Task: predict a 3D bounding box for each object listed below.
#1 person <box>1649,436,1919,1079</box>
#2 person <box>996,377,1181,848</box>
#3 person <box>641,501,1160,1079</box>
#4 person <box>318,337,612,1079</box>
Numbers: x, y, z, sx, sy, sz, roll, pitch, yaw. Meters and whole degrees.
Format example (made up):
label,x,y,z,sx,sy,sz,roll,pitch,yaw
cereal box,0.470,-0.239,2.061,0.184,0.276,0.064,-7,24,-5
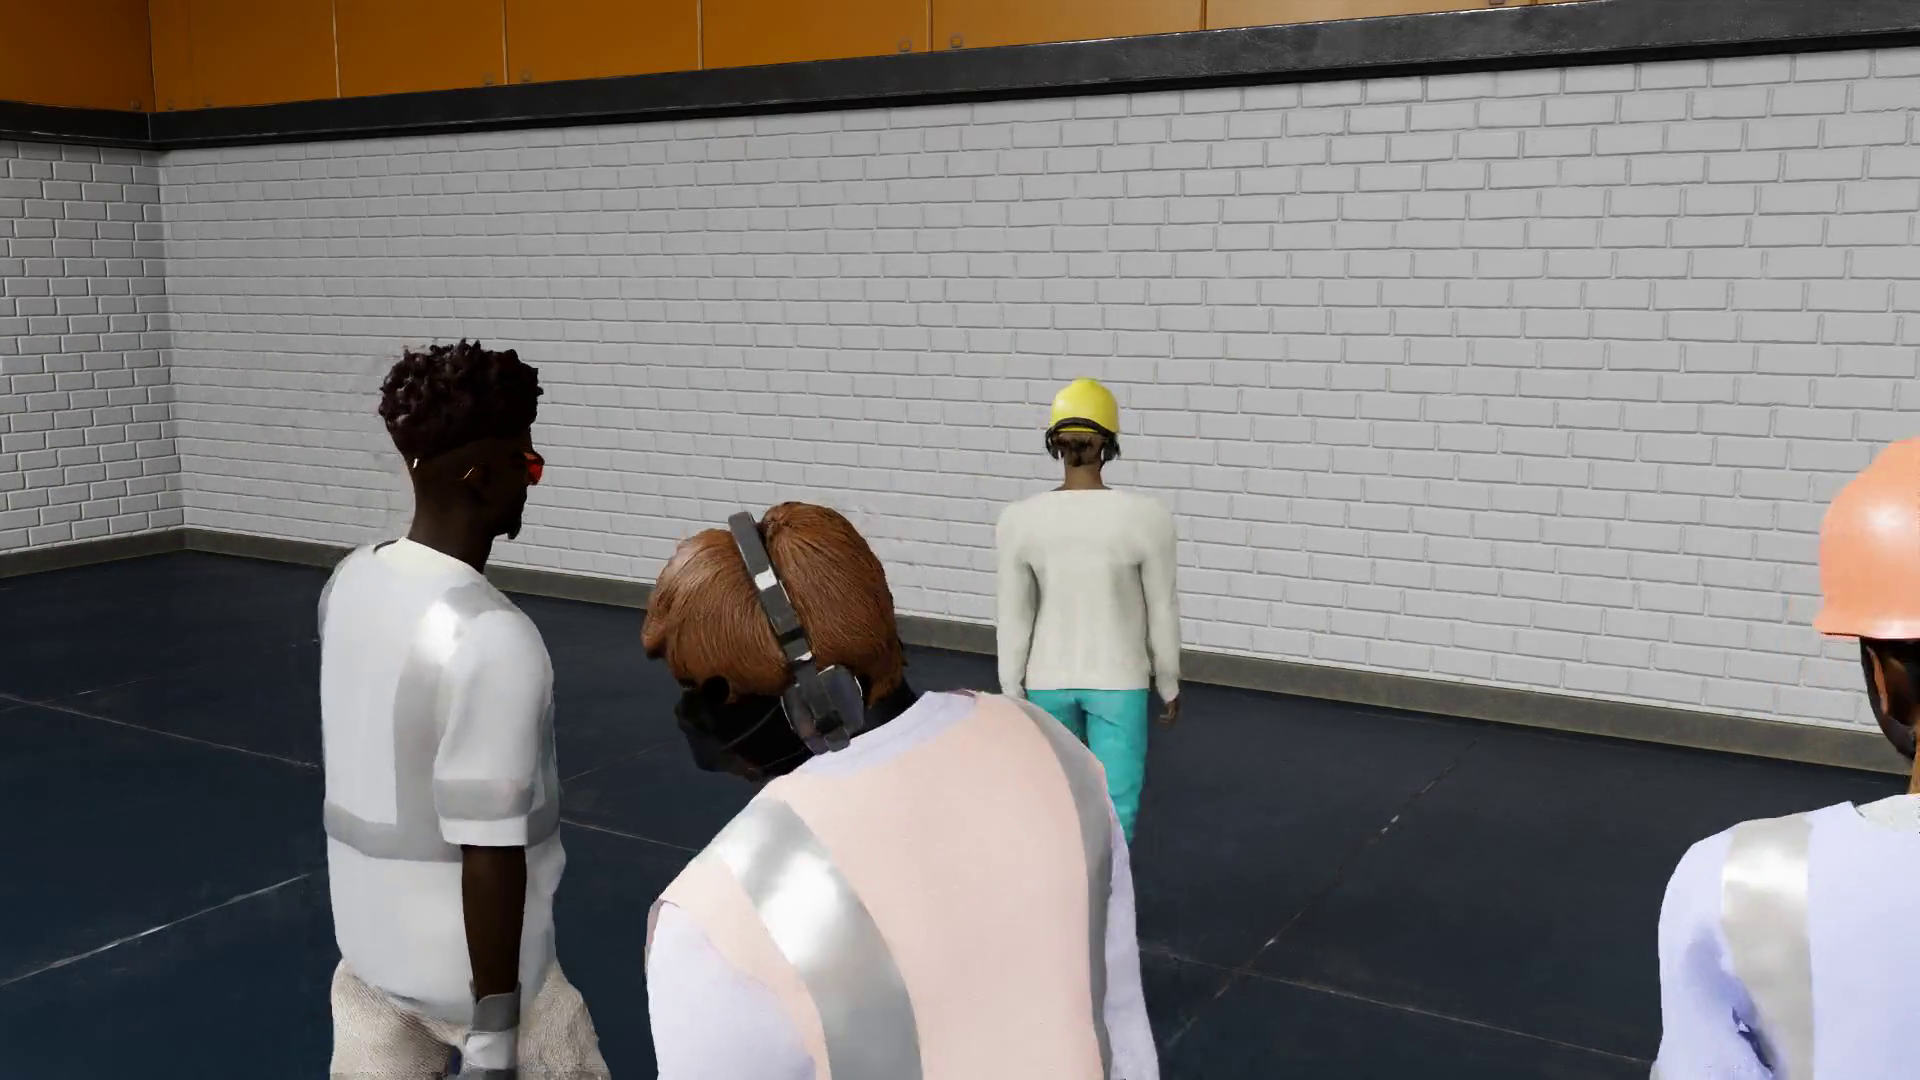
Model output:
label,x,y,z,sx,sy,sz,roll,pitch,yaw
person,0.920,0.858,1.545,0.569,1.899,0.969,6,11,35
person,0.339,0.411,4.695,0.520,1.737,0.825,3,10,19
person,-0.019,0.842,1.839,0.433,1.811,0.769,8,12,43
person,-0.886,0.642,2.682,0.623,1.937,0.929,9,12,43
